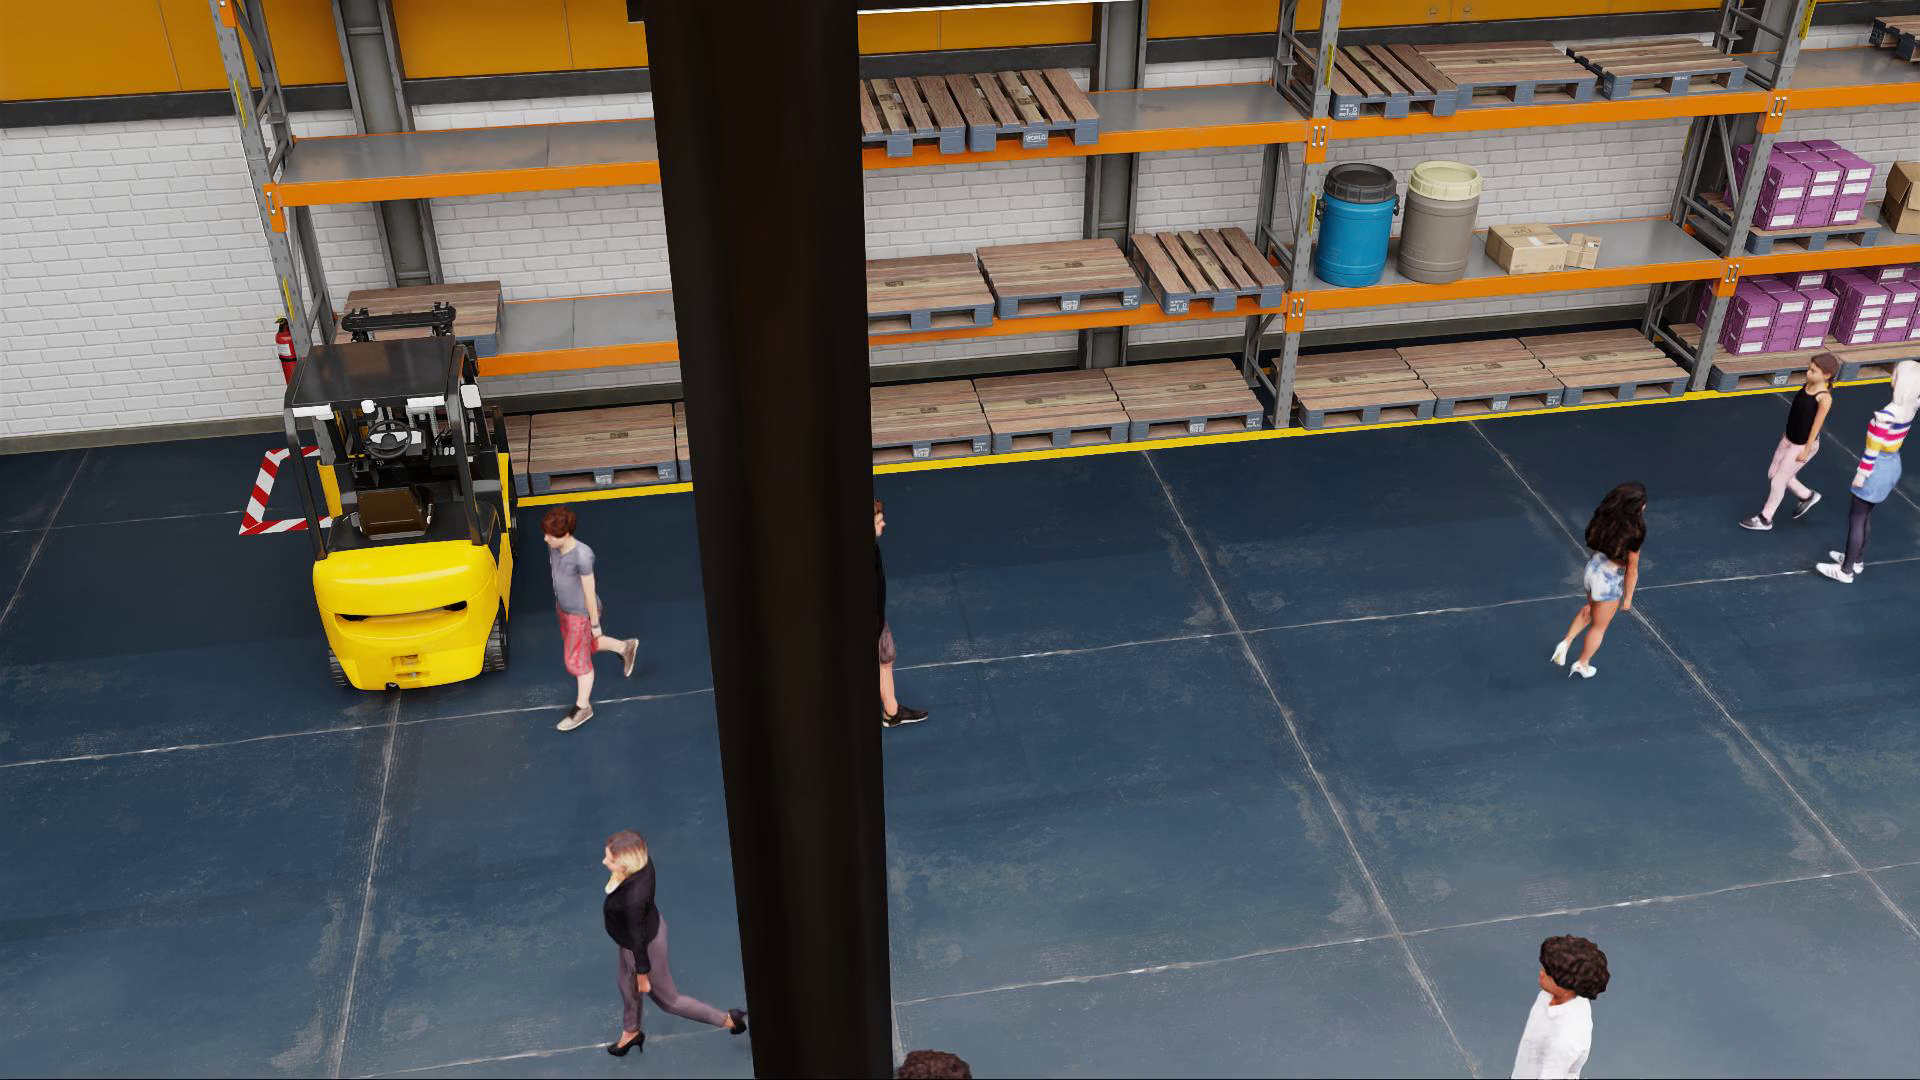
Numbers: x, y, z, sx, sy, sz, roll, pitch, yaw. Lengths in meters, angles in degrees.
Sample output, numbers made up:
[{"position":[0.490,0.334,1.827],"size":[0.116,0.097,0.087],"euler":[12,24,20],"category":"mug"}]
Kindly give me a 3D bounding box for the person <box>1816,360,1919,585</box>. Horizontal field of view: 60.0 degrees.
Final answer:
[{"position":[6.824,-0.501,12.342],"size":[0.644,1.807,0.787],"euler":[-25,41,-33],"category":"person"}]

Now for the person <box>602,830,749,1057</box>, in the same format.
[{"position":[-1.517,2.109,8.562],"size":[0.997,1.642,0.588],"euler":[-5,34,-8],"category":"person"}]

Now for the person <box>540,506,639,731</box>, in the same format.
[{"position":[-2.465,0.452,11.066],"size":[0.965,1.629,1.092],"euler":[27,42,35],"category":"person"}]

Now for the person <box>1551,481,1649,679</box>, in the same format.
[{"position":[4.307,0.309,11.295],"size":[0.650,1.615,0.610],"euler":[-9,35,-13],"category":"person"}]

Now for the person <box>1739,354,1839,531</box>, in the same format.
[{"position":[6.589,-0.752,12.952],"size":[0.885,1.549,0.600],"euler":[-1,34,-1],"category":"person"}]

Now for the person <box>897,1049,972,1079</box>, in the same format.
[{"position":[-0.098,2.868,7.274],"size":[0.697,1.804,0.742],"euler":[6,34,9],"category":"person"}]

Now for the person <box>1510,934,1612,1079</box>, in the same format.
[{"position":[2.784,2.561,7.741],"size":[1.007,1.798,0.847],"euler":[8,34,11],"category":"person"}]
